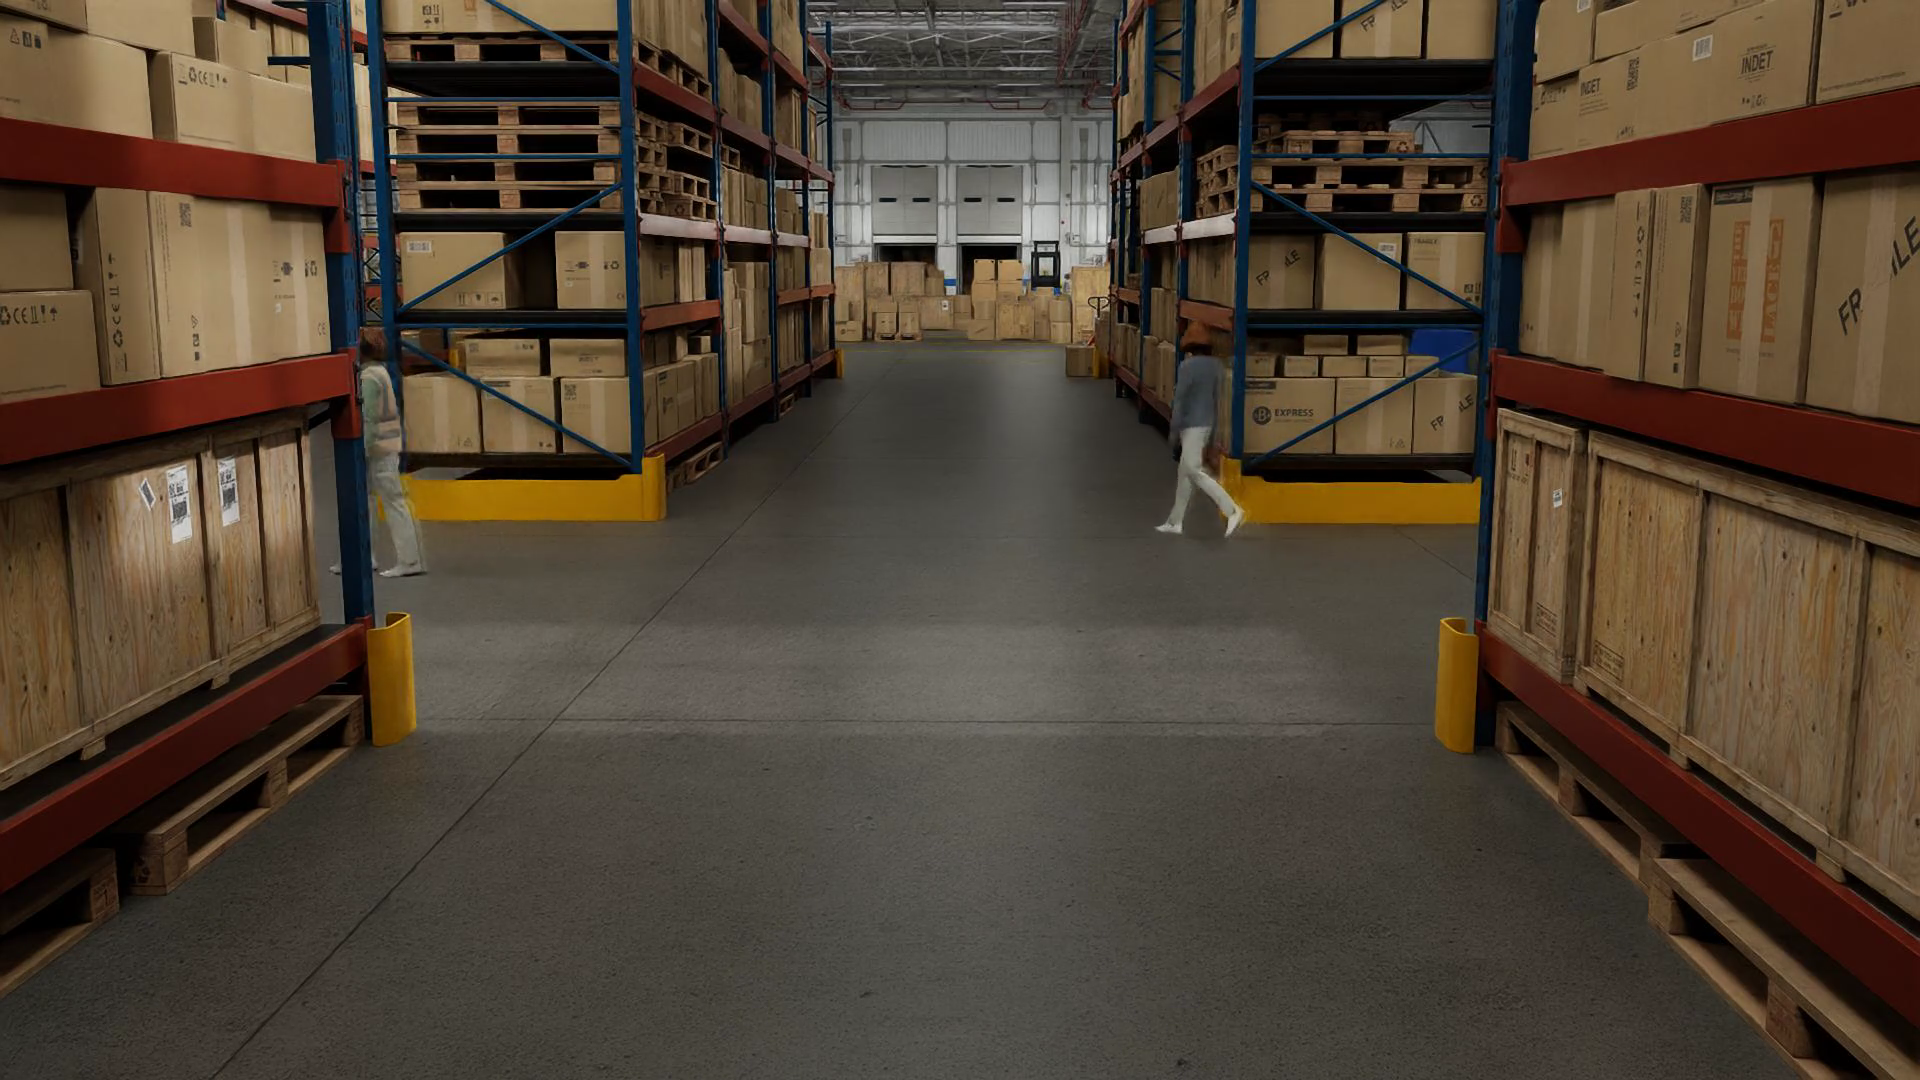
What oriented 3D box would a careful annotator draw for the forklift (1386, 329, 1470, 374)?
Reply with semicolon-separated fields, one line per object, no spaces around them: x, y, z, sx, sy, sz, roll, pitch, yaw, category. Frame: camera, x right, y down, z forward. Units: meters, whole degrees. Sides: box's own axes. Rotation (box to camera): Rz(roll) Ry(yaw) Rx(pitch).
6.232;-3.358;23.676;1.873;2.768;1.129;0;9;1;forklift

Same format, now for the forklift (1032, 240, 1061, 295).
3.172;-9.648;61.356;1.129;2.768;1.873;0;9;1;forklift

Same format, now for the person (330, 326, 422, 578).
-3.798;-0.547;10.591;0.702;1.608;0.536;-2;10;-14;person

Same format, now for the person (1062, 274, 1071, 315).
4.224;-9.367;63.488;0.553;1.602;0.602;-7;12;-38;person

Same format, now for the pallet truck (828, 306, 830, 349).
-3.100;-3.940;29.800;1.885;1.965;0.823;3;10;19;pallet truck

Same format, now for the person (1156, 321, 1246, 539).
1.803;-0.808;12.246;0.739;1.600;0.528;8;12;38;person
